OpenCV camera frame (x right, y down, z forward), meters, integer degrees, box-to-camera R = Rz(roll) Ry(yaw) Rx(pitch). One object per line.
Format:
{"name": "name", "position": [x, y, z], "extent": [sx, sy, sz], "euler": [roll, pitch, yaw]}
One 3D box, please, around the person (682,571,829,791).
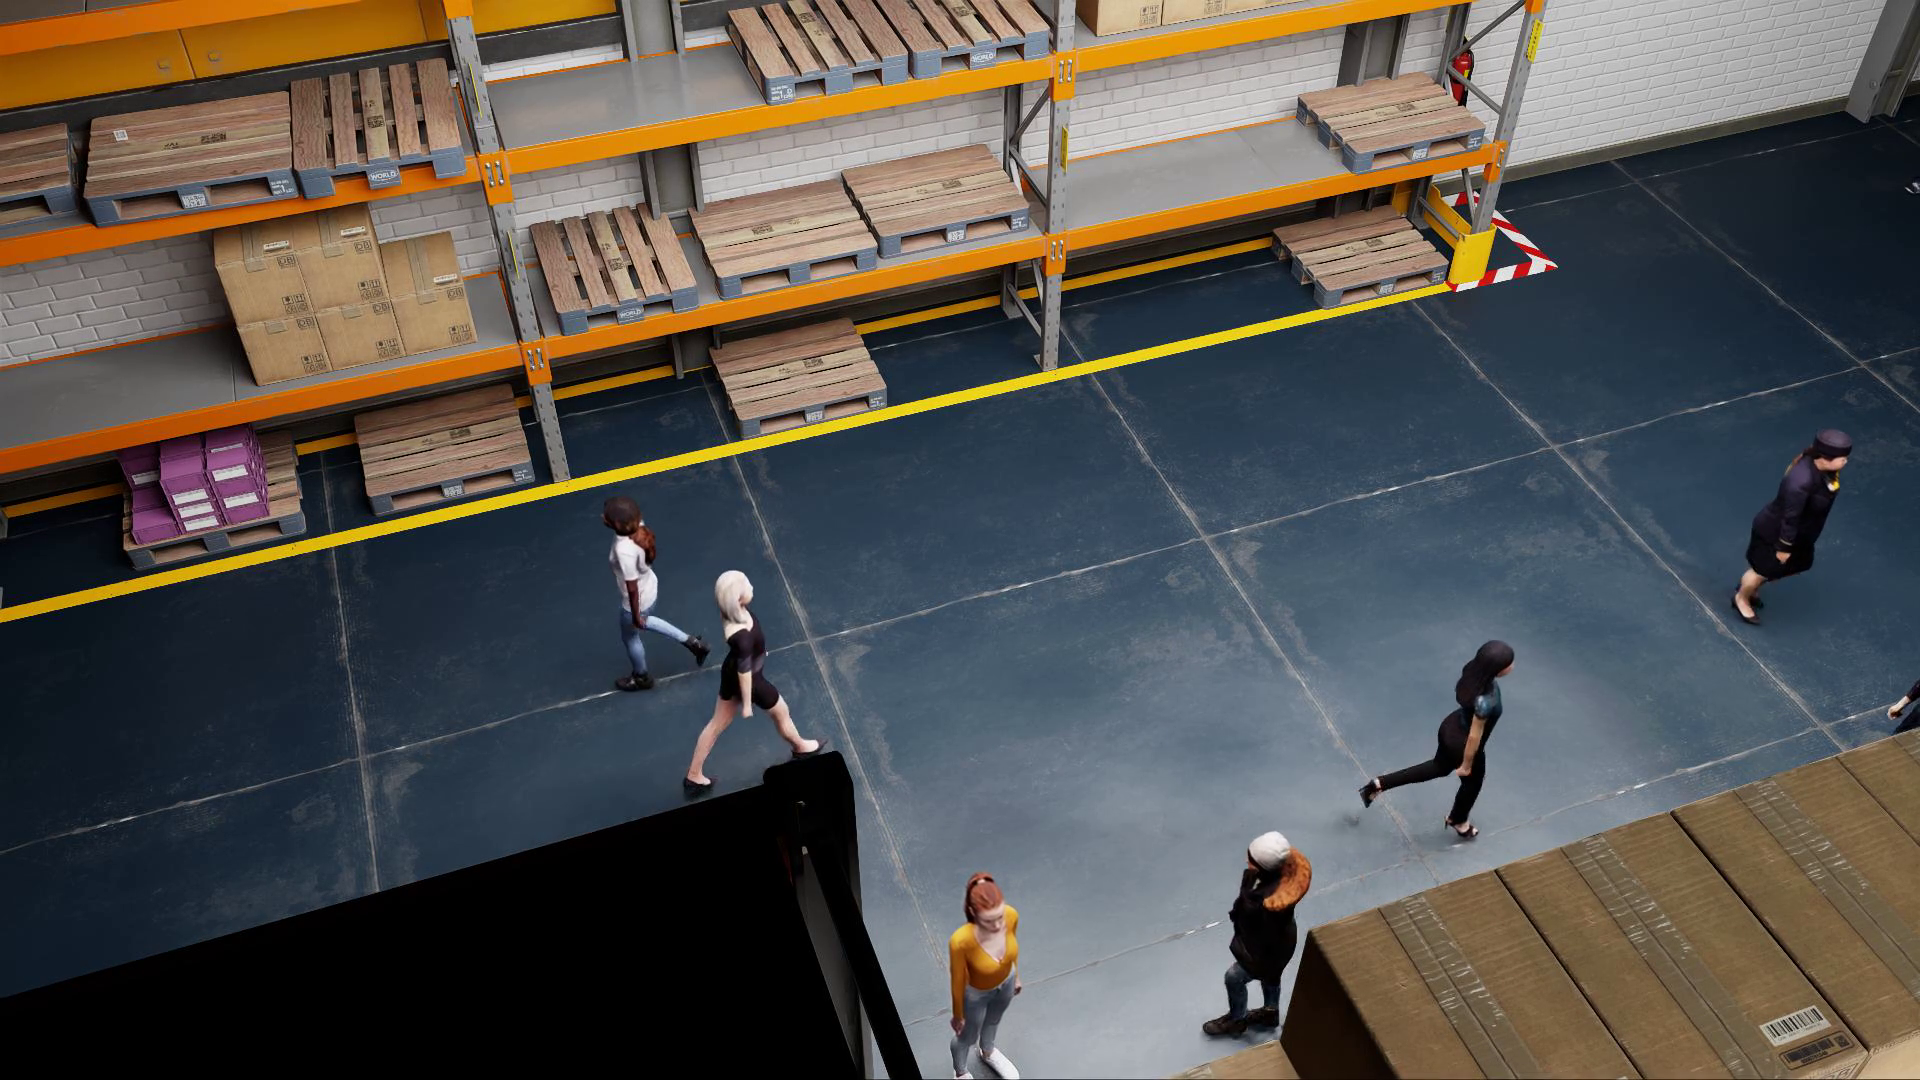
{"name": "person", "position": [-1.380, 0.886, 9.933], "extent": [1.233, 1.780, 0.750], "euler": [-22, 48, -21]}

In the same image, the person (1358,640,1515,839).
{"name": "person", "position": [2.837, 1.180, 9.675], "extent": [1.075, 1.712, 0.827], "euler": [3, 44, 3]}

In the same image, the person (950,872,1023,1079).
{"name": "person", "position": [0.121, 2.285, 8.487], "extent": [0.582, 1.750, 0.719], "euler": [-29, 51, -27]}

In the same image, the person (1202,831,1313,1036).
{"name": "person", "position": [1.683, 2.107, 8.770], "extent": [0.800, 1.617, 0.765], "euler": [4, 44, 4]}

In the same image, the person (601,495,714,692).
{"name": "person", "position": [-1.966, 0.344, 10.553], "extent": [0.972, 1.710, 0.768], "euler": [-3, 44, -3]}

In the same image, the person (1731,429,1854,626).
{"name": "person", "position": [5.423, -0.105, 11.058], "extent": [0.713, 1.663, 0.851], "euler": [-30, 51, -27]}
